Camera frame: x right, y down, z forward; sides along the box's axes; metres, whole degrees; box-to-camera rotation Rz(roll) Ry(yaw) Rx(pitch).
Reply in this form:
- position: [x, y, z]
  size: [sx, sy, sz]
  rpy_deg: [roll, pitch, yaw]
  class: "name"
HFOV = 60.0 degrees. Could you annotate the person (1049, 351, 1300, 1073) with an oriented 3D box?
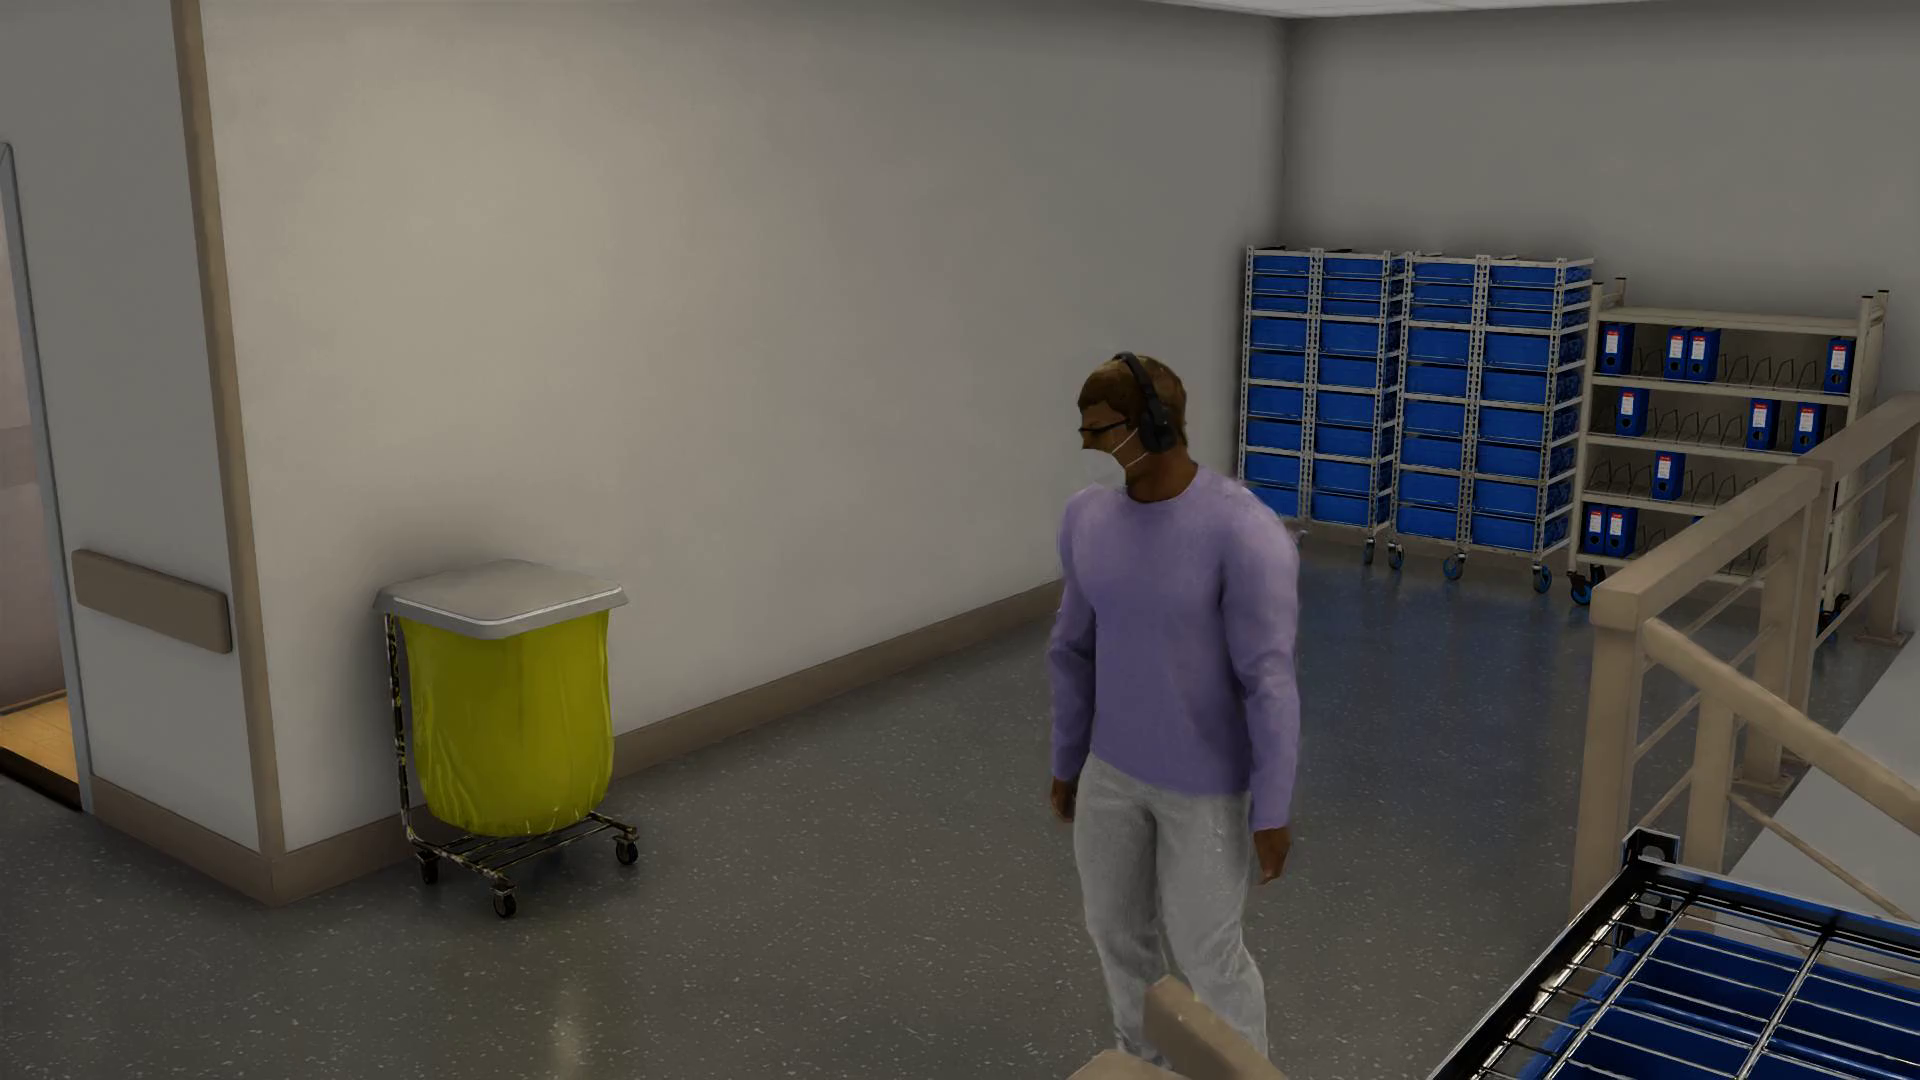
- position: [0.502, 0.519, 3.752]
  size: [0.505, 1.908, 0.659]
  rpy_deg: [-12, 18, -41]
  class: "person"
